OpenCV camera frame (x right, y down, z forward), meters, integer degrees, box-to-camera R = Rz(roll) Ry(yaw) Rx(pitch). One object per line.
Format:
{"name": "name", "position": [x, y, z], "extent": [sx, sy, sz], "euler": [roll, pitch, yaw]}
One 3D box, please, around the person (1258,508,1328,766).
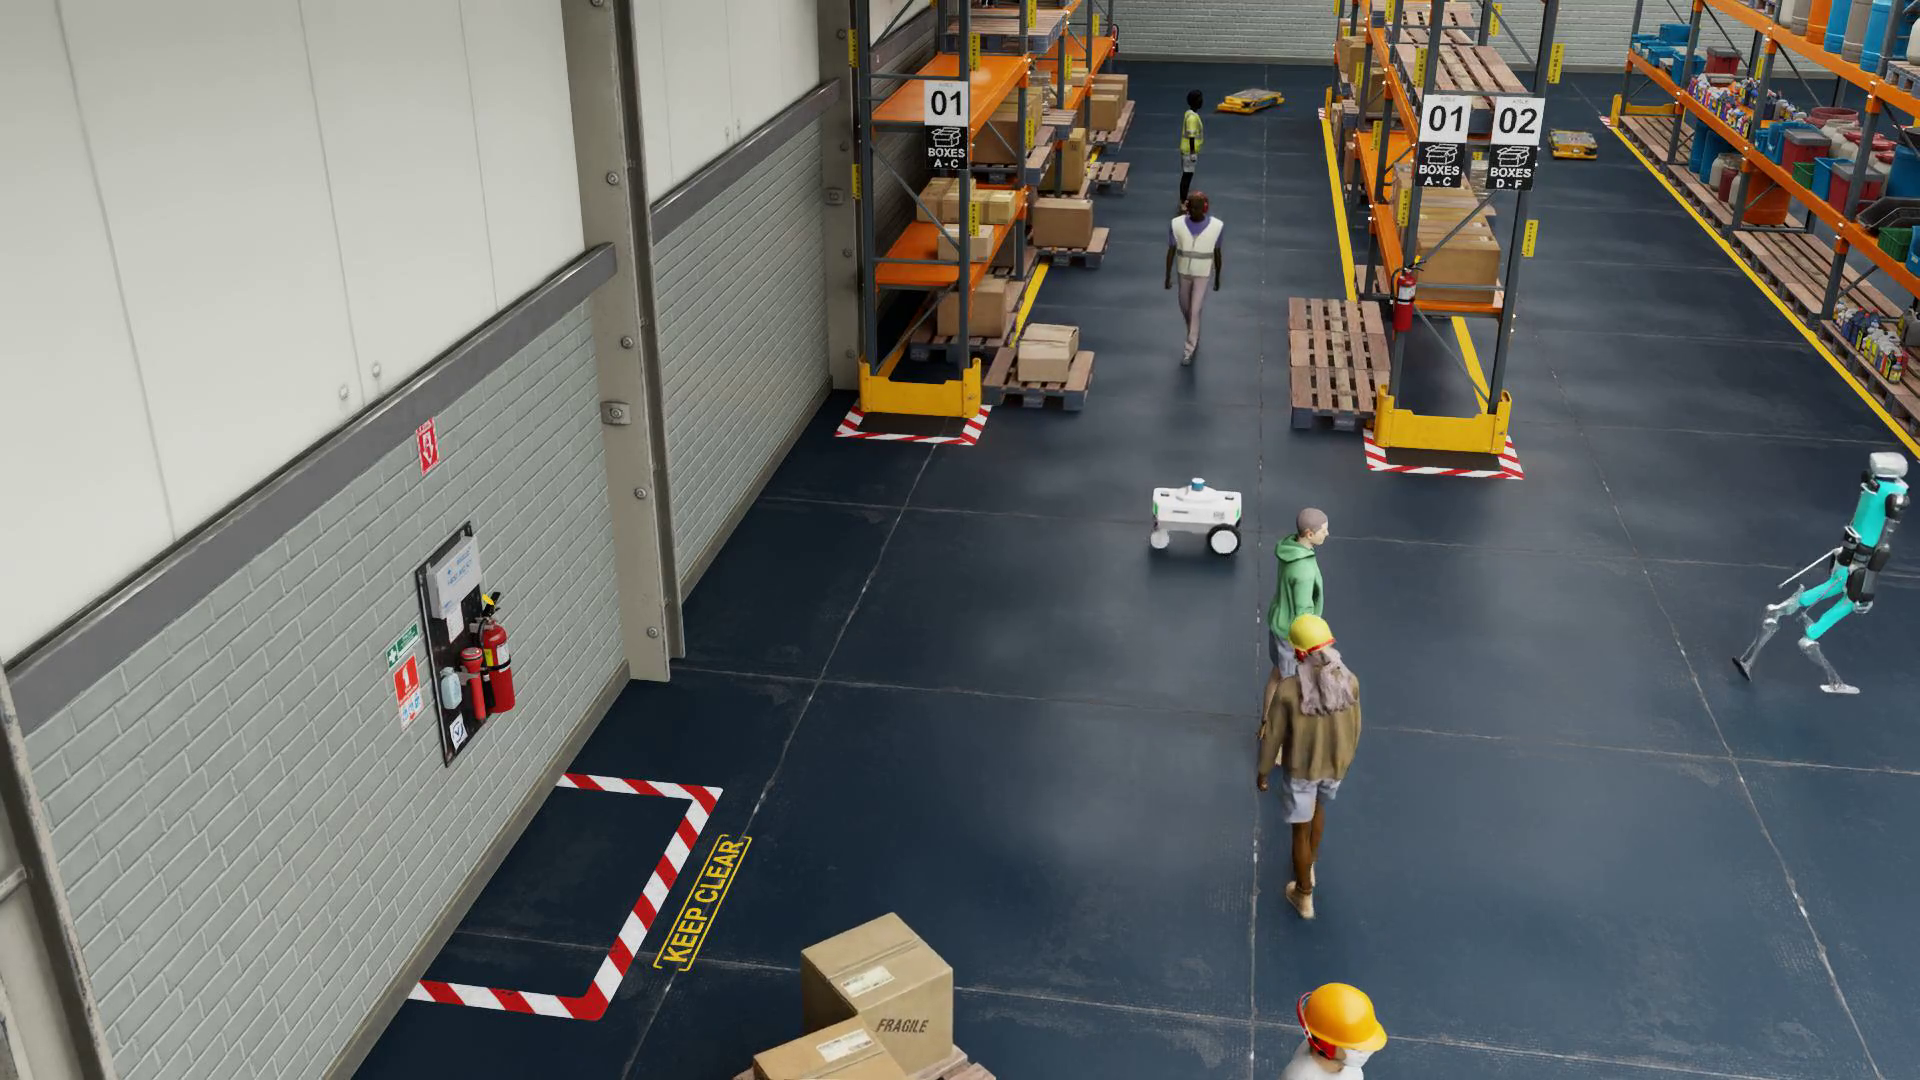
{"name": "person", "position": [2.067, 0.594, 10.364], "extent": [0.316, 1.733, 0.477], "euler": [-1, 25, -1]}

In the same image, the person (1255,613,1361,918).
{"name": "person", "position": [1.877, 1.201, 9.057], "extent": [0.557, 1.731, 0.610], "euler": [-4, 25, -9]}

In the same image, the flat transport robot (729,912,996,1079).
{"name": "flat transport robot", "position": [-0.444, 2.786, 7.395], "extent": [0.659, 0.231, 1.431], "euler": [-19, 31, -35]}

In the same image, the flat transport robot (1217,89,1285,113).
{"name": "flat transport robot", "position": [5.382, -8.109, 30.714], "extent": [0.659, 0.231, 1.431], "euler": [17, 30, 33]}

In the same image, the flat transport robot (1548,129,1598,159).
{"name": "flat transport robot", "position": [10.015, -6.468, 27.201], "extent": [0.659, 0.231, 1.431], "euler": [6, 26, 13]}

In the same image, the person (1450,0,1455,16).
{"name": "person", "position": [9.238, -9.393, 31.702], "extent": [0.522, 1.760, 0.320], "euler": [-4, 25, -8]}

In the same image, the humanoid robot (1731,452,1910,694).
{"name": "humanoid robot", "position": [5.694, 0.243, 11.138], "extent": [0.950, 1.774, 0.535], "euler": [3, 25, 6]}

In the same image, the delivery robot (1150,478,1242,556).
{"name": "delivery robot", "position": [1.934, -0.198, 13.465], "extent": [0.810, 0.612, 0.499], "euler": [3, 25, 7]}

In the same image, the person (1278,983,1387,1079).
{"name": "person", "position": [1.335, 2.429, 6.258], "extent": [0.383, 1.890, 0.556], "euler": [15, 29, 28]}

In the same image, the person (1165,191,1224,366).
{"name": "person", "position": [2.487, -2.831, 17.600], "extent": [0.577, 1.810, 0.864], "euler": [9, 26, 18]}

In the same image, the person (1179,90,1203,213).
{"name": "person", "position": [3.252, -5.467, 23.368], "extent": [0.316, 1.695, 0.540], "euler": [2, 25, 3]}
